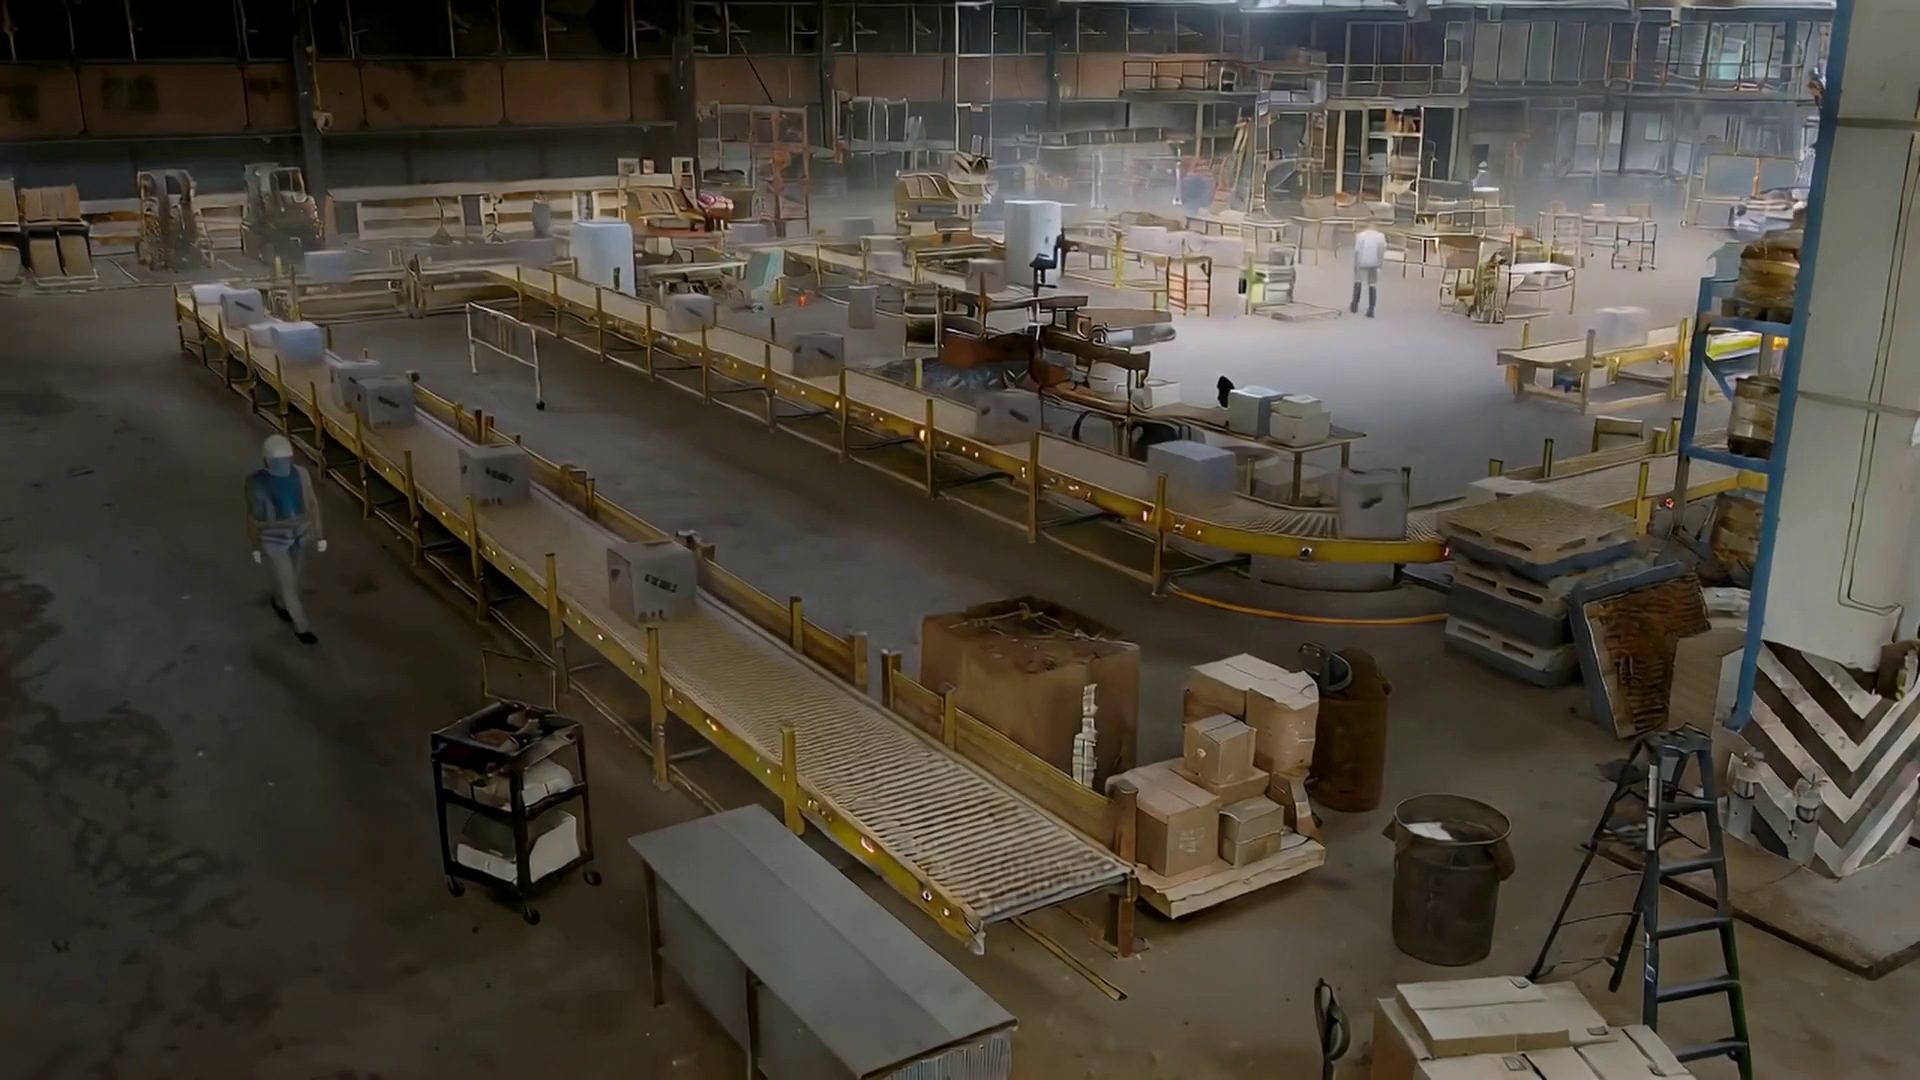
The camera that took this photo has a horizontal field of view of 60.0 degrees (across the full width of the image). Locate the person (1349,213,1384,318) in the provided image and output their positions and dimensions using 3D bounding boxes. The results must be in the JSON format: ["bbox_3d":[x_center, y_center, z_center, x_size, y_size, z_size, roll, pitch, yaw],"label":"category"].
[{"bbox_3d":[7.546,-5.117,30.925,0.608,1.891,0.913,-2,17,-6],"label":"person"}]

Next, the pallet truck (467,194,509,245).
[{"bbox_3d":[-11.983,-8.177,42.137,0.704,1.261,1.522,-11,20,-33],"label":"pallet truck"}]

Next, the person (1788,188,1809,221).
[{"bbox_3d":[18.716,-6.909,37.038,0.779,1.810,0.599,16,23,42],"label":"person"}]

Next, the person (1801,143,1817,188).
[{"bbox_3d":[26.012,-11.169,50.990,0.374,1.934,0.549,3,17,9],"label":"person"}]

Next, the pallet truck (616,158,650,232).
[{"bbox_3d":[-8.918,-9.176,44.255,0.823,1.965,1.885,-9,19,-27],"label":"pallet truck"}]

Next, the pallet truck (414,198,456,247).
[{"bbox_3d":[-13.250,-8.060,41.856,0.680,1.201,1.601,-10,20,-31],"label":"pallet truck"}]

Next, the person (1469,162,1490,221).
[{"bbox_3d":[14.490,-9.686,46.460,0.508,1.704,0.871,-11,20,-32],"label":"person"}]

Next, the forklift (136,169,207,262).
[{"bbox_3d":[-17.842,-7.318,37.559,1.157,1.987,2.680,-10,20,-31],"label":"forklift"}]

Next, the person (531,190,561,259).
[{"bbox_3d":[-9.437,-7.054,37.661,0.530,1.731,0.882,9,19,27],"label":"person"}]

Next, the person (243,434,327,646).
[{"bbox_3d":[-5.797,-0.054,14.268,0.932,1.793,0.604,14,22,39],"label":"person"}]

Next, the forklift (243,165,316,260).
[{"bbox_3d":[-15.898,-7.669,38.708,1.157,1.987,2.680,-11,20,-33],"label":"forklift"}]

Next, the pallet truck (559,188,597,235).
[{"bbox_3d":[-10.010,-8.652,43.699,0.653,1.274,1.630,-10,20,-31],"label":"pallet truck"}]

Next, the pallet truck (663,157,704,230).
[{"bbox_3d":[-7.586,-9.308,44.692,0.823,1.965,1.885,-11,20,-33],"label":"pallet truck"}]

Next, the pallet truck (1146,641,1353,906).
[{"bbox_3d":[1.664,1.407,10.232,1.630,1.274,0.653,-10,20,-31],"label":"pallet truck"}]

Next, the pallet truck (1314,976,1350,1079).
[{"bbox_3d":[2.299,2.390,7.086,1.601,1.201,0.680,-2,17,-7],"label":"pallet truck"}]
